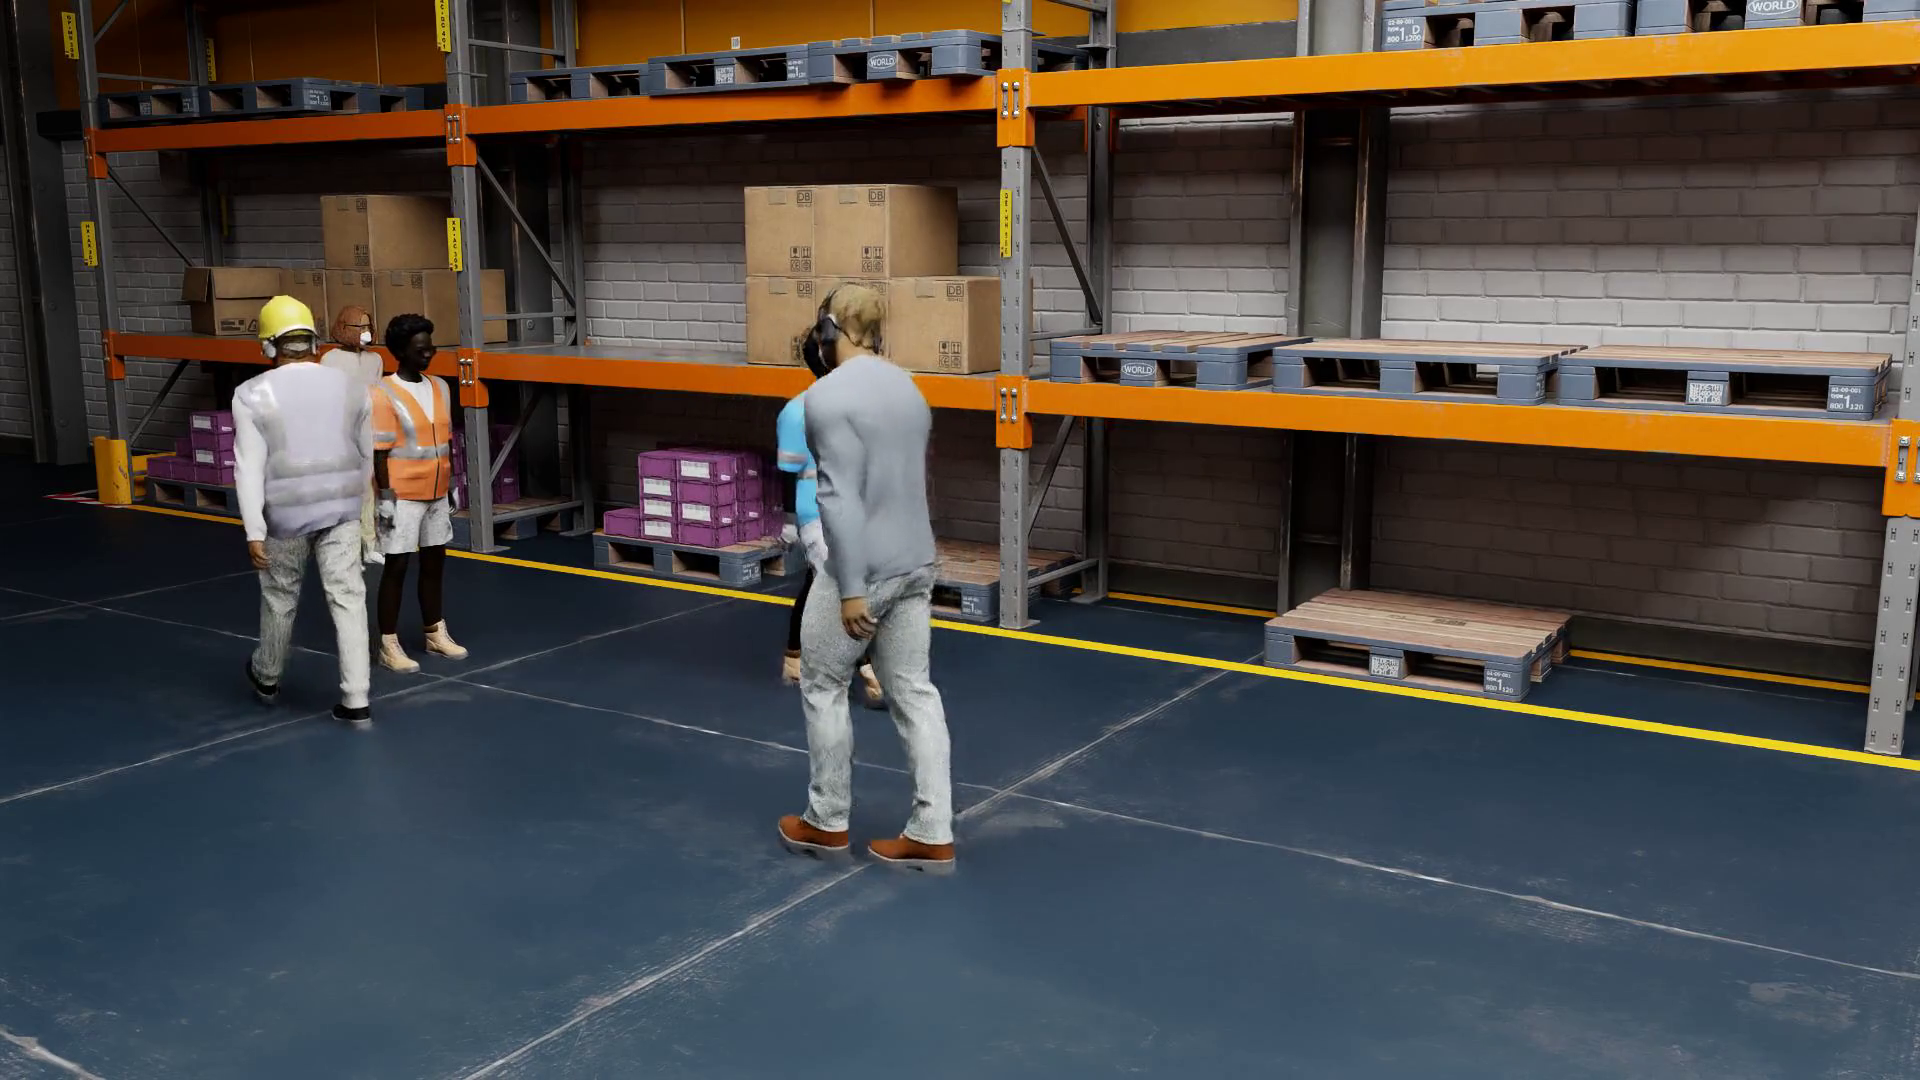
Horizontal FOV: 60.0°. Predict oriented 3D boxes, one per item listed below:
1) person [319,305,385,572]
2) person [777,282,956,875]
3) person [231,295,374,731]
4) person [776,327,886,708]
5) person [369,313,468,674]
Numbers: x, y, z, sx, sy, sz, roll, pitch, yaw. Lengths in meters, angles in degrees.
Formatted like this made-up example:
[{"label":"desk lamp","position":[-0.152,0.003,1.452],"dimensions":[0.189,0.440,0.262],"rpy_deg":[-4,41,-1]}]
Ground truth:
[{"label":"person","position":[-3.706,-0.622,10.228],"dimensions":[0.277,1.629,0.496],"rpy_deg":[5,11,25]},{"label":"person","position":[-0.302,0.118,5.403],"dimensions":[0.784,1.881,0.657],"rpy_deg":[7,12,32]},{"label":"person","position":[-2.781,-0.128,7.021],"dimensions":[0.615,1.781,0.914],"rpy_deg":[-9,13,-39]},{"label":"person","position":[-0.496,-0.107,7.261],"dimensions":[0.850,1.649,0.546],"rpy_deg":[6,12,31]},{"label":"person","position":[-2.573,-0.221,7.843],"dimensions":[0.320,1.688,0.533],"rpy_deg":[5,11,25]}]
